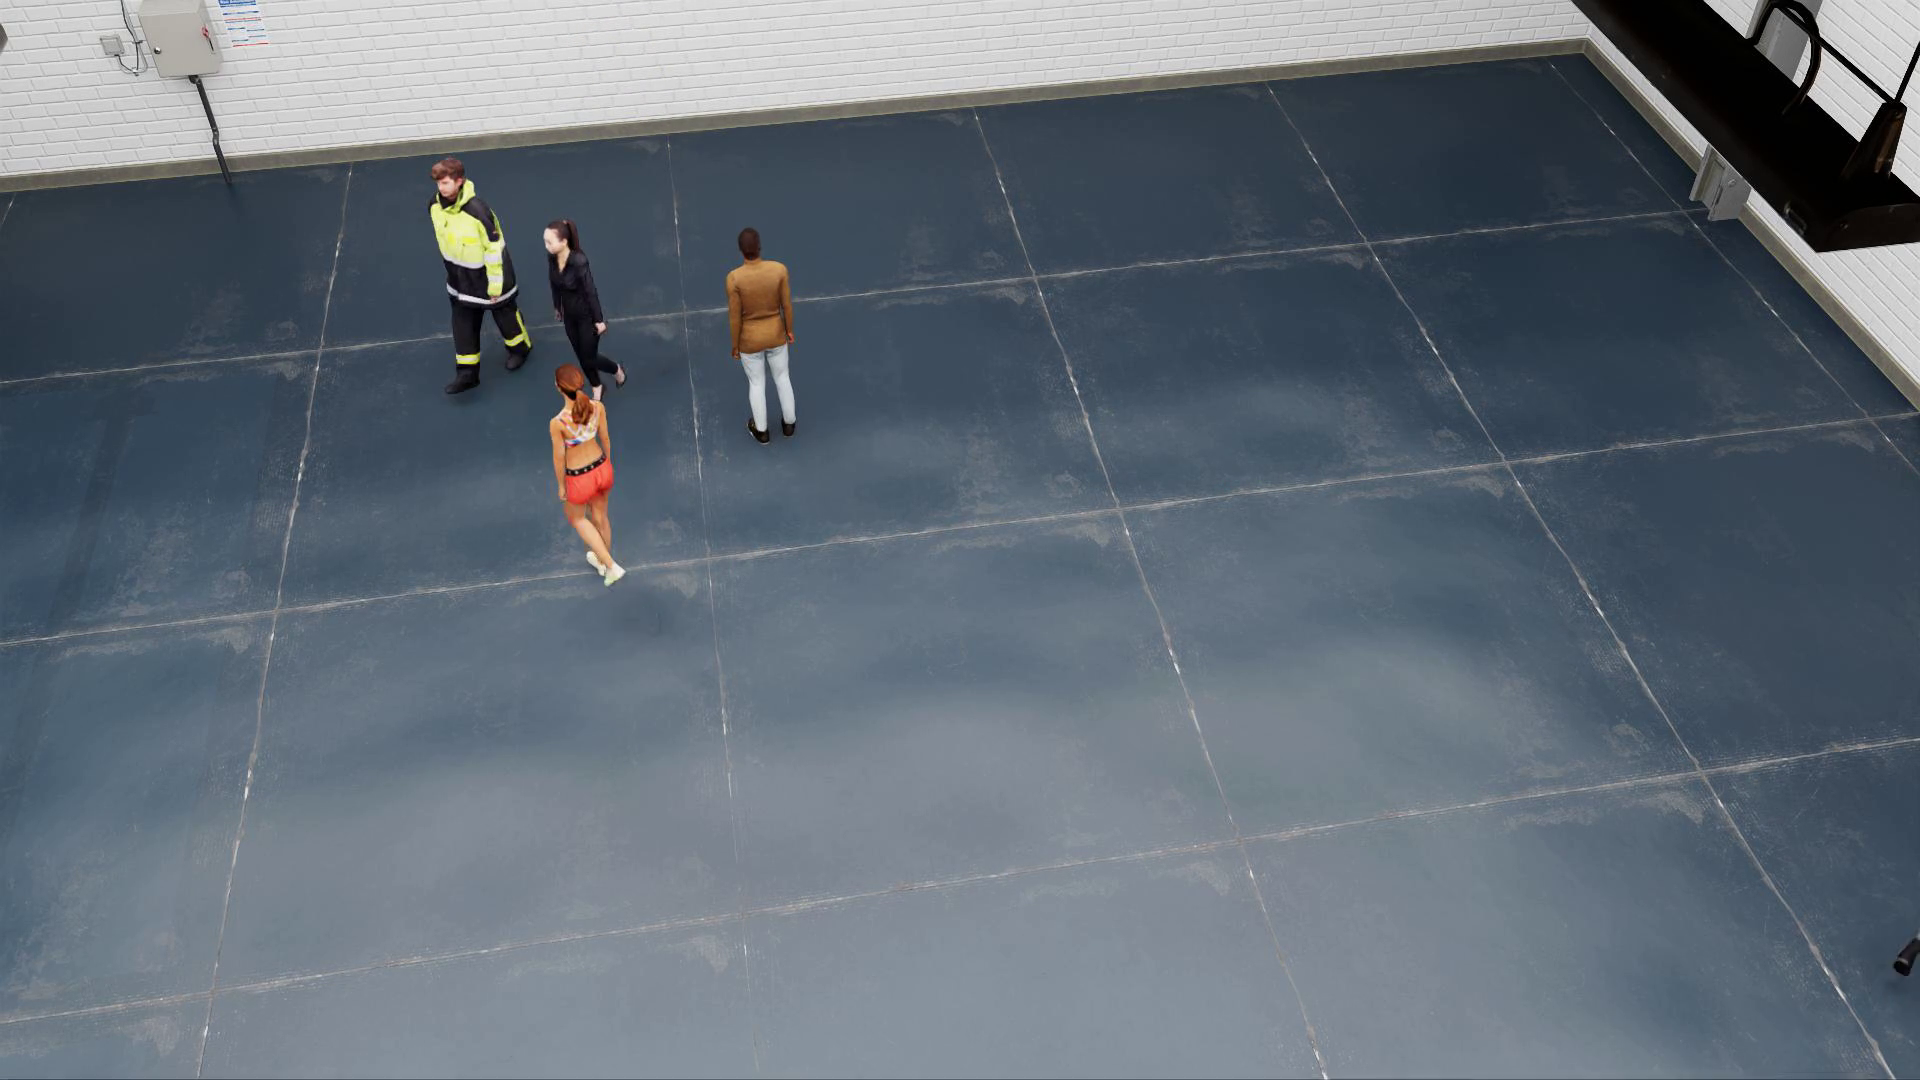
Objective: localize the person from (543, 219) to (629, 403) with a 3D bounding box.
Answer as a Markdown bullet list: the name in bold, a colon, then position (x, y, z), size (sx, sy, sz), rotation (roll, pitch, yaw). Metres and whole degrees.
- **person**: position (-2.786, -1.703, 12.492), size (0.791, 1.699, 0.849), rotation (30, 51, 27)

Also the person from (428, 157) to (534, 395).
- **person**: position (-3.625, -2.098, 12.730), size (1.128, 1.942, 1.253), rotation (15, 46, 16)

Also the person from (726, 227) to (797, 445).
- **person**: position (-1.447, -1.490, 12.184), size (0.667, 1.815, 0.579), rotation (-14, 45, -14)

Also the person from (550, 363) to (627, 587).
- **person**: position (-2.433, -0.371, 11.032), size (0.804, 1.784, 0.906), rotation (-32, 52, -29)
